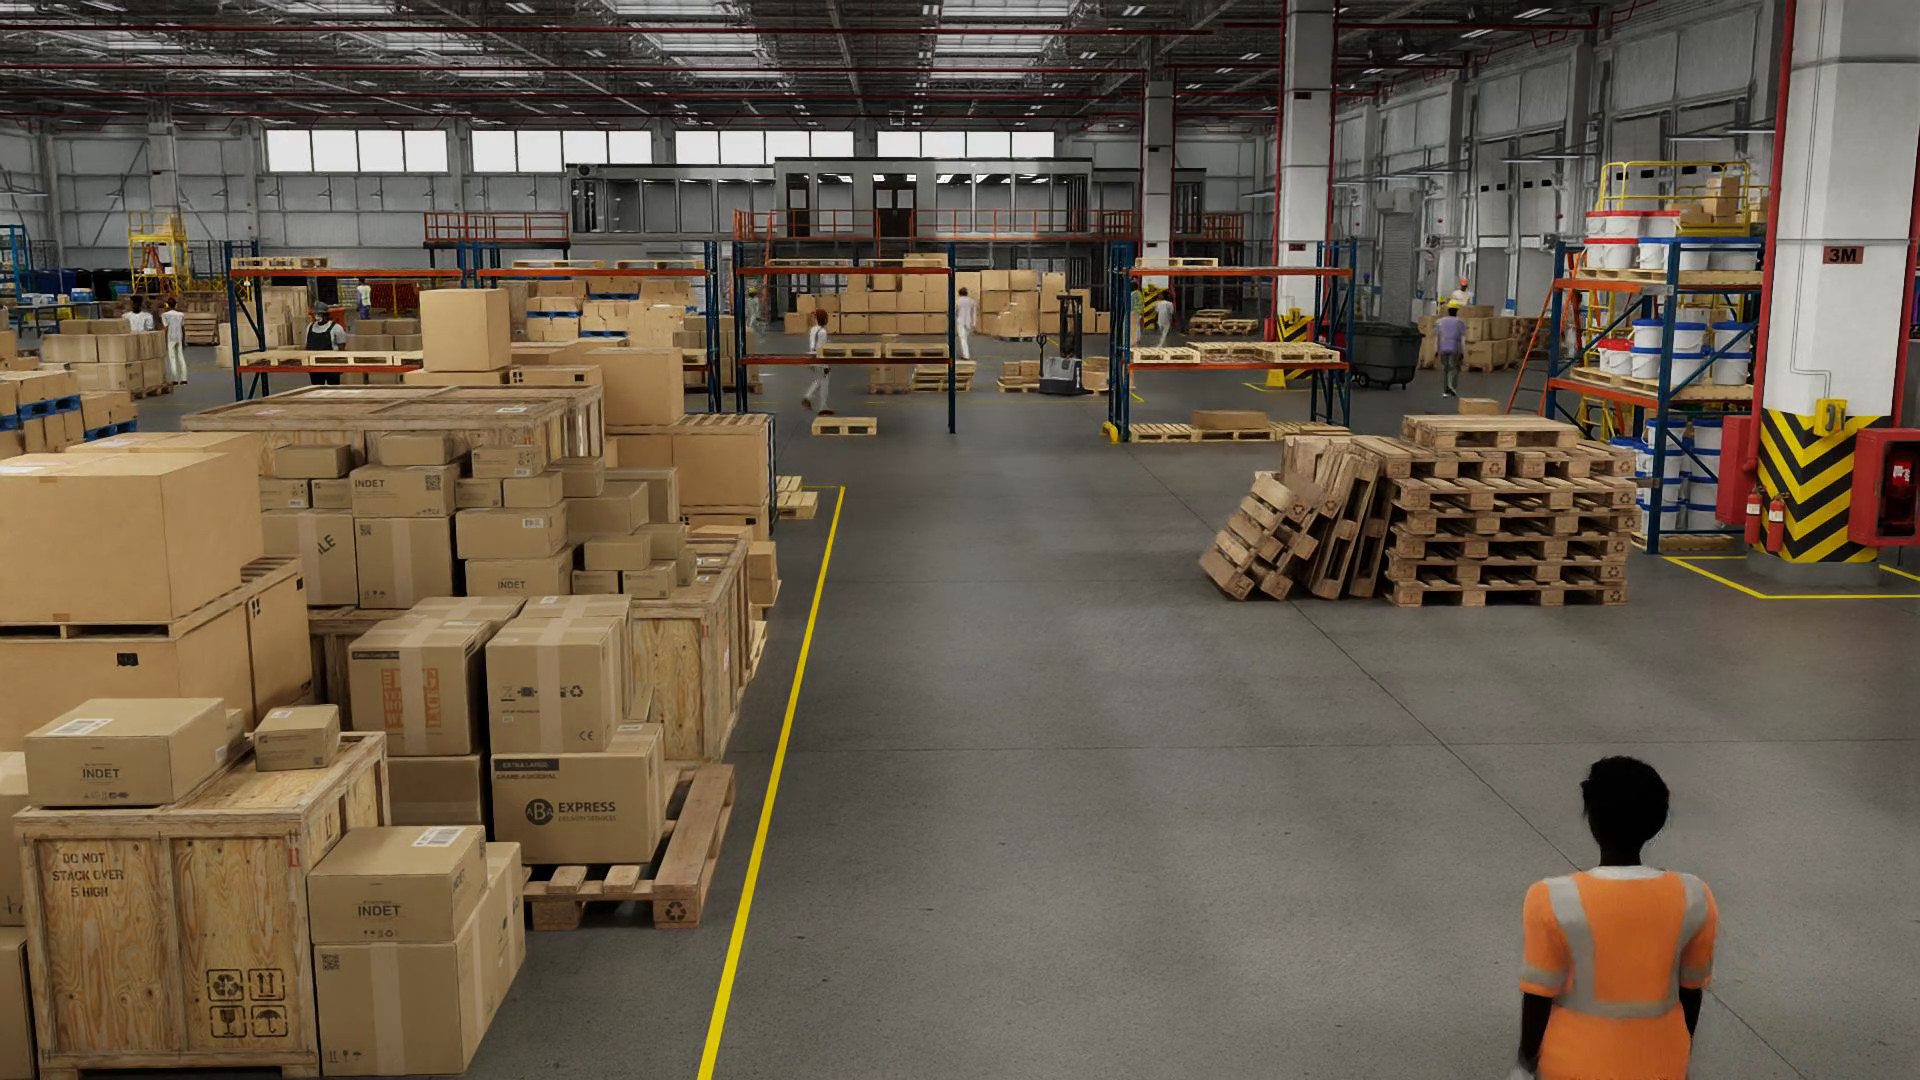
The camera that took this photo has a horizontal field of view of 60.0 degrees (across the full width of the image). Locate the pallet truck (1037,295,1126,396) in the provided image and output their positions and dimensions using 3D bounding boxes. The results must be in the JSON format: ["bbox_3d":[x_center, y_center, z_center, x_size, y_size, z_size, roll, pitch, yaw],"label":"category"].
[{"bbox_3d":[2.483,-3.881,33.060,1.885,1.965,0.823,-7,13,-36],"label":"pallet truck"}]

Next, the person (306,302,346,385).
[{"bbox_3d":[-10.669,-2.971,27.874,0.673,2.000,0.535,1,10,6],"label":"person"}]

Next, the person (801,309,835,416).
[{"bbox_3d":[-2.462,-3.091,29.018,0.492,1.866,0.595,-5,11,-25],"label":"person"}]

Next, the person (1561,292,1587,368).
[{"bbox_3d":[14.821,-5.026,39.917,0.661,1.821,0.660,-4,11,-21],"label":"person"}]

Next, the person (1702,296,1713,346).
[{"bbox_3d":[15.887,-4.207,35.227,0.781,1.889,0.412,-5,11,-24],"label":"person"}]

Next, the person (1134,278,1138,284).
[{"bbox_3d":[6.944,-9.937,67.217,0.586,1.855,0.885,0,10,-3],"label":"person"}]

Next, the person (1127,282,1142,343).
[{"bbox_3d":[5.210,-6.783,49.702,0.431,1.836,0.620,6,12,29],"label":"person"}]

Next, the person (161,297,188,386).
[{"bbox_3d":[-16.613,-4.191,35.143,0.311,1.869,0.533,6,12,31],"label":"person"}]

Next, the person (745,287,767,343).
[{"bbox_3d":[-6.114,-6.673,49.462,0.917,1.692,0.490,-7,12,-33],"label":"person"}]

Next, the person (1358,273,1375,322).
[{"bbox_3d":[14.505,-8.573,59.424,0.614,1.919,0.851,-1,10,-3],"label":"person"}]

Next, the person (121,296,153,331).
[{"bbox_3d":[-17.089,-4.106,34.586,0.597,1.916,0.973,-5,12,-28],"label":"person"}]

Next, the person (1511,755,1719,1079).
[{"bbox_3d":[1.734,1.407,4.457,0.539,1.699,0.318,-1,10,-5],"label":"person"}]

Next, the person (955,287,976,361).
[{"bbox_3d":[0.075,-5.452,42.137,0.648,1.889,1.014,-4,11,-22],"label":"person"}]

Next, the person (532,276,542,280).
[{"bbox_3d":[-19.268,-11.478,75.894,0.527,1.808,0.848,1,10,8],"label":"person"}]

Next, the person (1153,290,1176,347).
[{"bbox_3d":[5.186,-5.451,42.298,0.540,1.831,0.964,9,14,41],"label":"person"}]

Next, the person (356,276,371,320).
[{"bbox_3d":[-19.341,-7.597,53.979,0.391,1.922,0.591,4,11,20],"label":"person"}]

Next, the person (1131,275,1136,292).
[{"bbox_3d":[6.318,-8.917,61.279,0.368,1.939,0.542,2,10,13],"label":"person"}]

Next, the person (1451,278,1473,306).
[{"bbox_3d":[14.434,-6.525,47.830,0.649,1.978,0.443,1,10,5],"label":"person"}]

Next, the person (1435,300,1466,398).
[{"bbox_3d":[9.573,-3.728,32.478,0.589,1.905,0.516,5,11,26],"label":"person"}]
